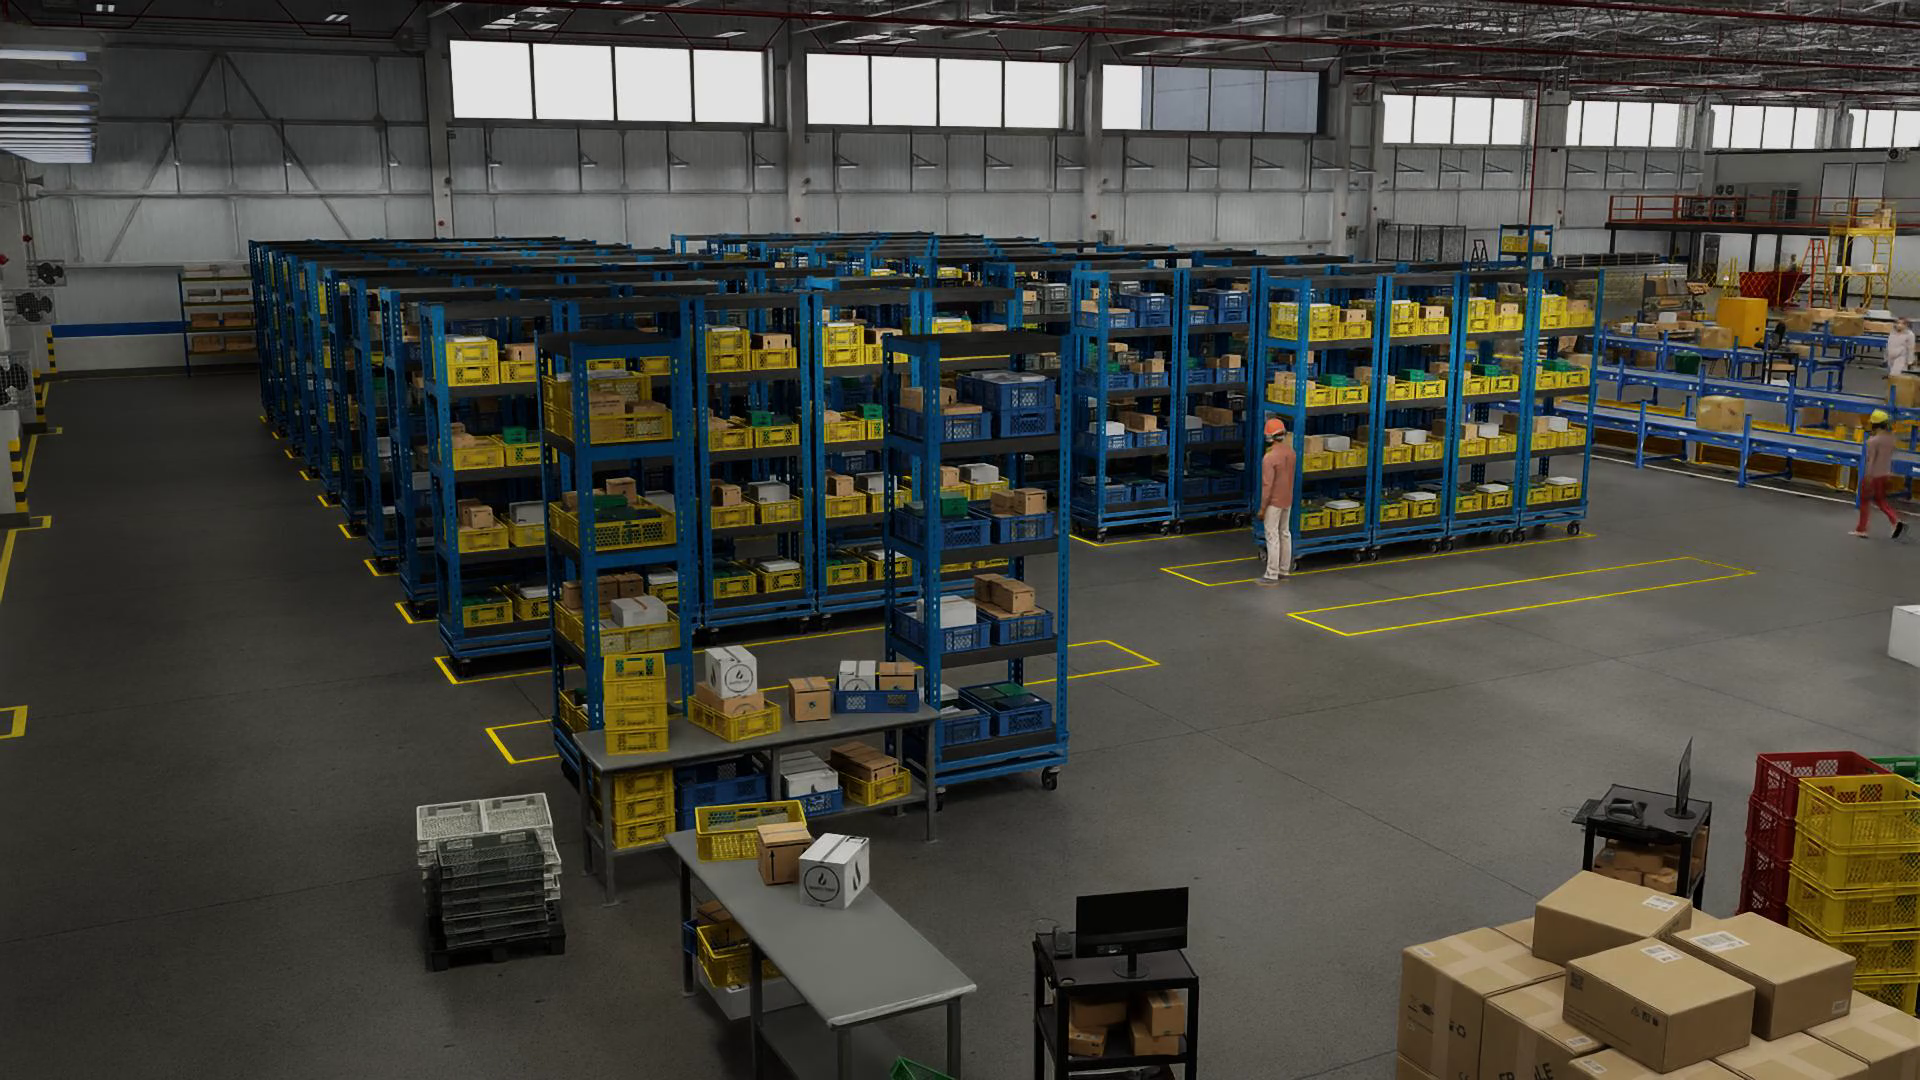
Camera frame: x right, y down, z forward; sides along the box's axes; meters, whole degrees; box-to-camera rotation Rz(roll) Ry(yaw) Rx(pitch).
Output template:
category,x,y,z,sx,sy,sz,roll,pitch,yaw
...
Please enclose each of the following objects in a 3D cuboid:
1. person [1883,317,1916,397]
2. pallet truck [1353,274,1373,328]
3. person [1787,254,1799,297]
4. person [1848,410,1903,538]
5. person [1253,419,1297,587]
category,x,y,z,sx,sy,sz,roll,pitch,yaw
person,20.495,-3.933,36.275,0.857,1.884,0.646,-3,12,-13
pallet truck,13.011,-8.050,55.243,0.823,1.965,1.885,-7,14,-28
person,35.235,-11.218,70.512,0.511,1.812,0.938,-7,14,-31
person,12.291,-0.858,22.191,0.529,1.746,0.614,-5,13,-20
person,3.724,-0.441,19.679,0.392,1.985,0.610,11,16,42
